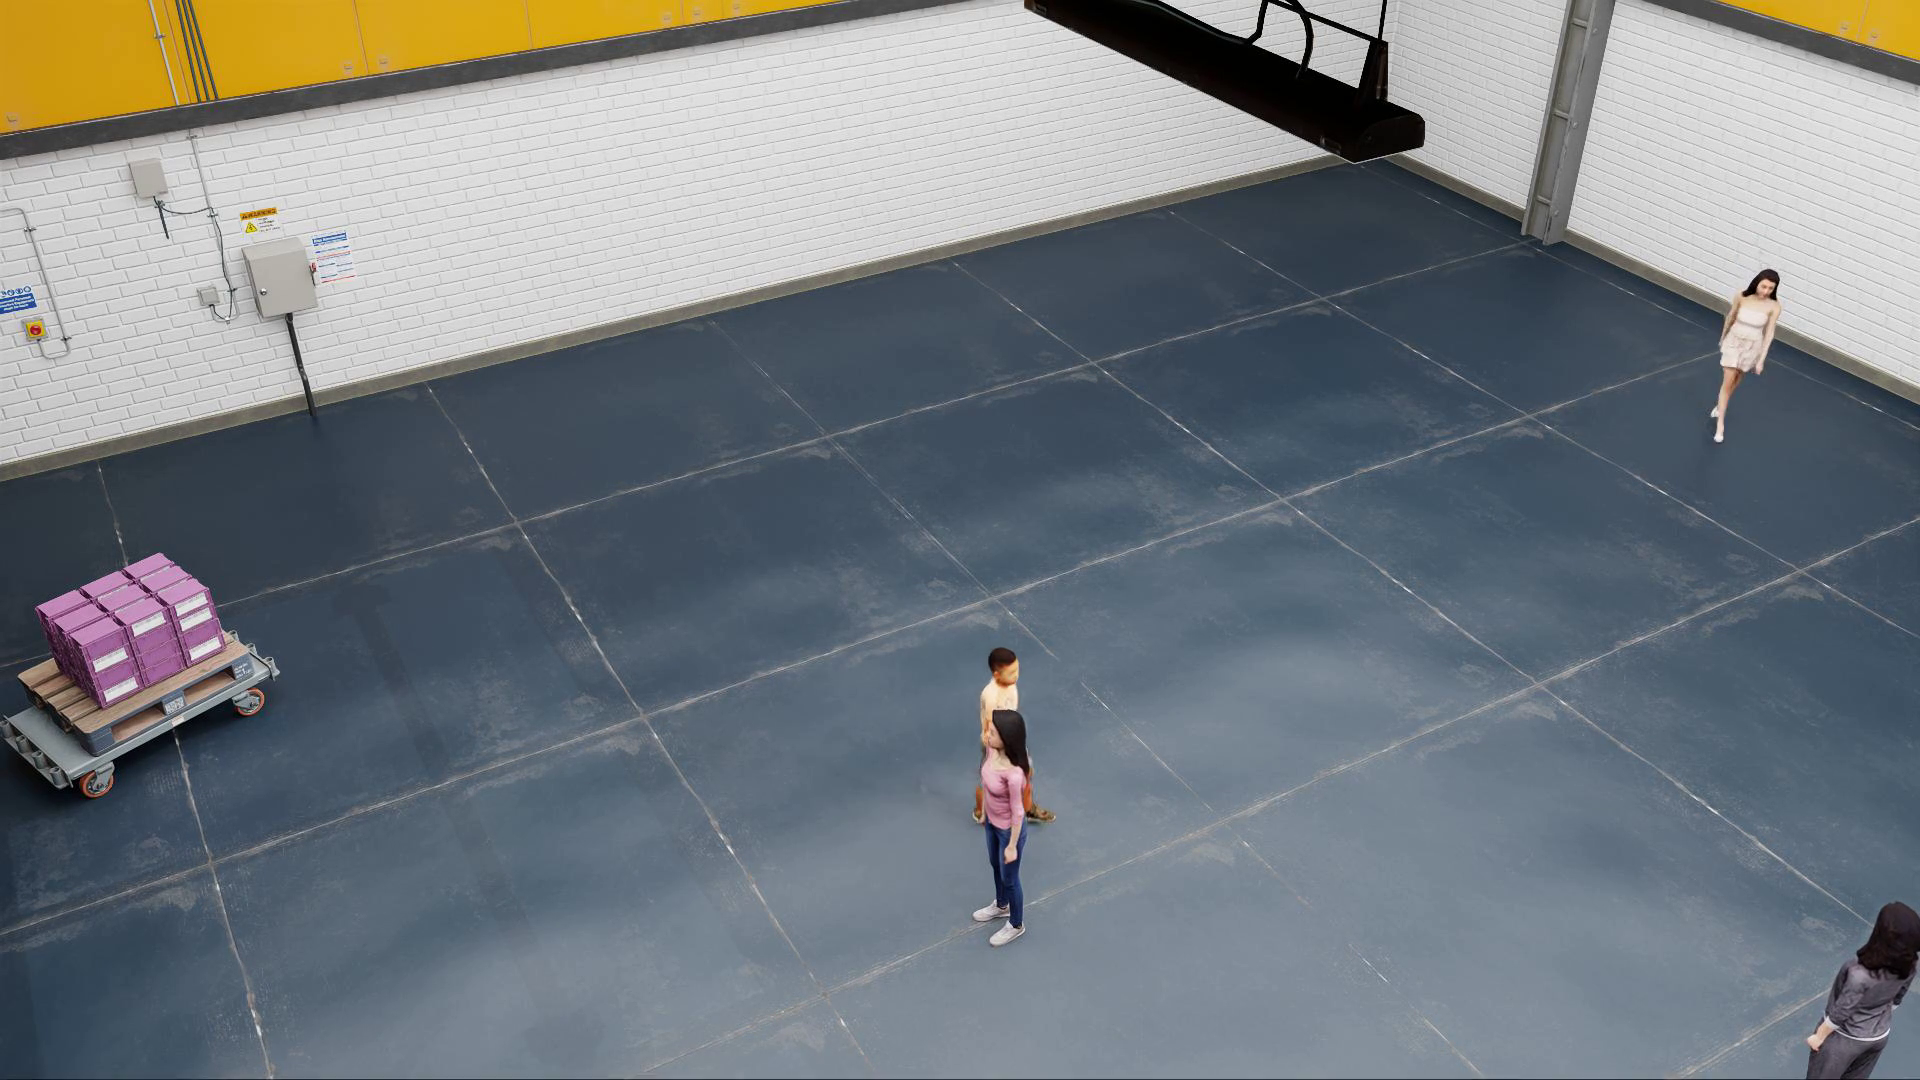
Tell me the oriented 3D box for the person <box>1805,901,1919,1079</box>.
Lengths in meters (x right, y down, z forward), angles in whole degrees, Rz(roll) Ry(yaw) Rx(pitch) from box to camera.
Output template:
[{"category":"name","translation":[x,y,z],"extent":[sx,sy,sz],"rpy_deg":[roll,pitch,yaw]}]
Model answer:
[{"category":"person","translation":[4.650,2.563,8.647],"extent":[0.634,1.765,0.579],"rpy_deg":[-10,35,-15]}]

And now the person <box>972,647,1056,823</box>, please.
[{"category":"person","translation":[0.203,1.284,10.858],"extent":[0.874,1.449,0.781],"rpy_deg":[15,36,21]}]

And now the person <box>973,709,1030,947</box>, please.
[{"category":"person","translation":[0.265,1.708,9.954],"extent":[0.670,1.742,0.477],"rpy_deg":[-12,36,-18]}]

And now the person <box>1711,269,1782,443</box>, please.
[{"category":"person","translation":[7.158,-1.758,15.238],"extent":[1.004,1.666,0.961],"rpy_deg":[22,39,29]}]
